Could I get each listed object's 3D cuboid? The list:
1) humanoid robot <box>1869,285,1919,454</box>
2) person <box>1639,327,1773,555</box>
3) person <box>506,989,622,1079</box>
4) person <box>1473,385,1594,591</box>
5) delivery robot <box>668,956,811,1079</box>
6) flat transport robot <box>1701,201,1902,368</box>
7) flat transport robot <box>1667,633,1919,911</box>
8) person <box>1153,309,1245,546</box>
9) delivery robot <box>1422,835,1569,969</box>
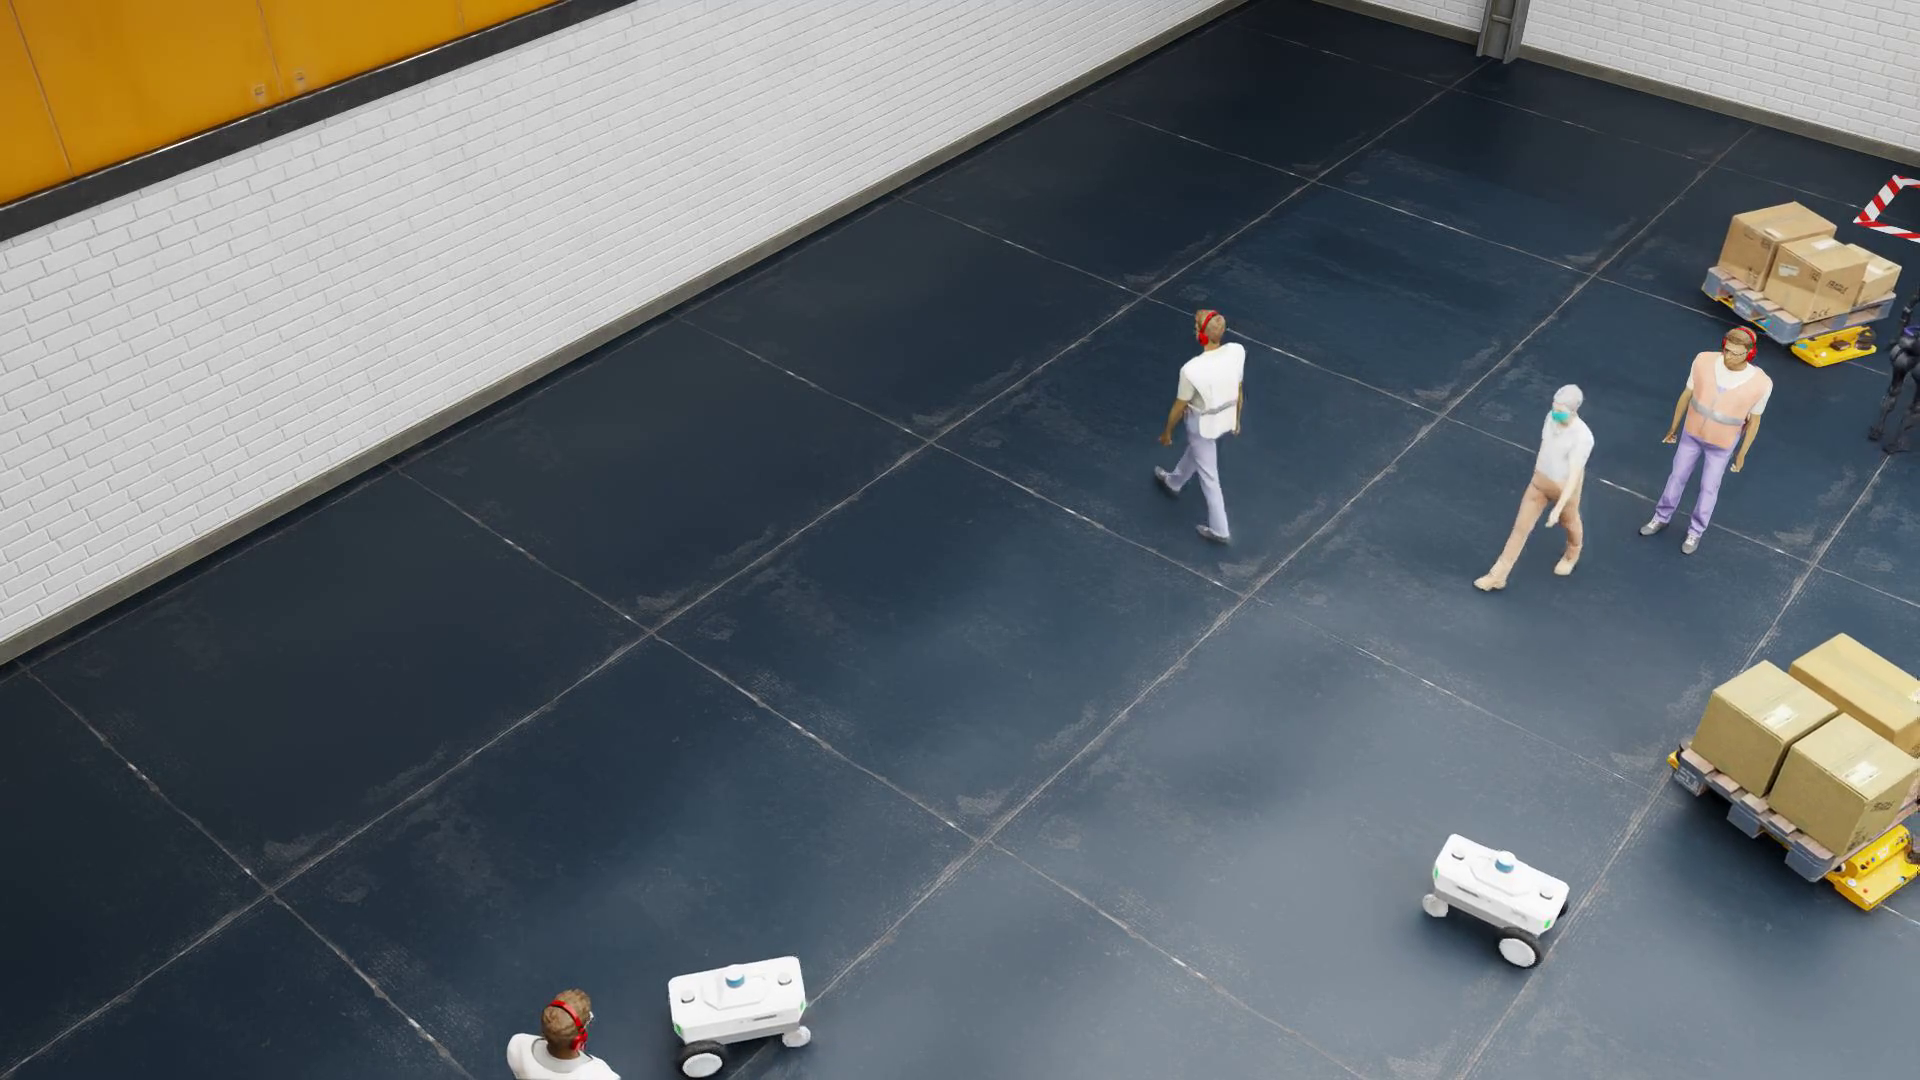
[{"bbox_3d":[7.499,-1.456,12.970,0.378,1.641,0.610,-21,43,-24],"label":"humanoid robot"},{"bbox_3d":[5.387,-0.737,11.945,0.569,1.843,0.375,31,48,32],"label":"person"},{"bbox_3d":[-1.741,2.730,7.655,0.574,1.830,0.412,15,41,17],"label":"person"},{"bbox_3d":[4.178,-0.371,11.628,0.948,1.689,0.485,-17,42,-20],"label":"person"},{"bbox_3d":[-1.211,2.518,8.948,0.811,0.613,0.499,-8,40,-10],"label":"delivery robot"},{"bbox_3d":[7.368,-2.017,14.790,0.659,0.231,1.431,-14,41,-17],"label":"flat transport robot"},{"bbox_3d":[5.179,1.626,10.268,0.659,0.231,1.431,-22,44,-25],"label":"flat transport robot"},{"bbox_3d":[1.760,-0.872,12.157,0.586,1.788,0.985,-27,46,-29],"label":"person"},{"bbox_3d":[3.087,2.023,9.543,0.793,0.590,0.499,23,44,26],"label":"delivery robot"}]
